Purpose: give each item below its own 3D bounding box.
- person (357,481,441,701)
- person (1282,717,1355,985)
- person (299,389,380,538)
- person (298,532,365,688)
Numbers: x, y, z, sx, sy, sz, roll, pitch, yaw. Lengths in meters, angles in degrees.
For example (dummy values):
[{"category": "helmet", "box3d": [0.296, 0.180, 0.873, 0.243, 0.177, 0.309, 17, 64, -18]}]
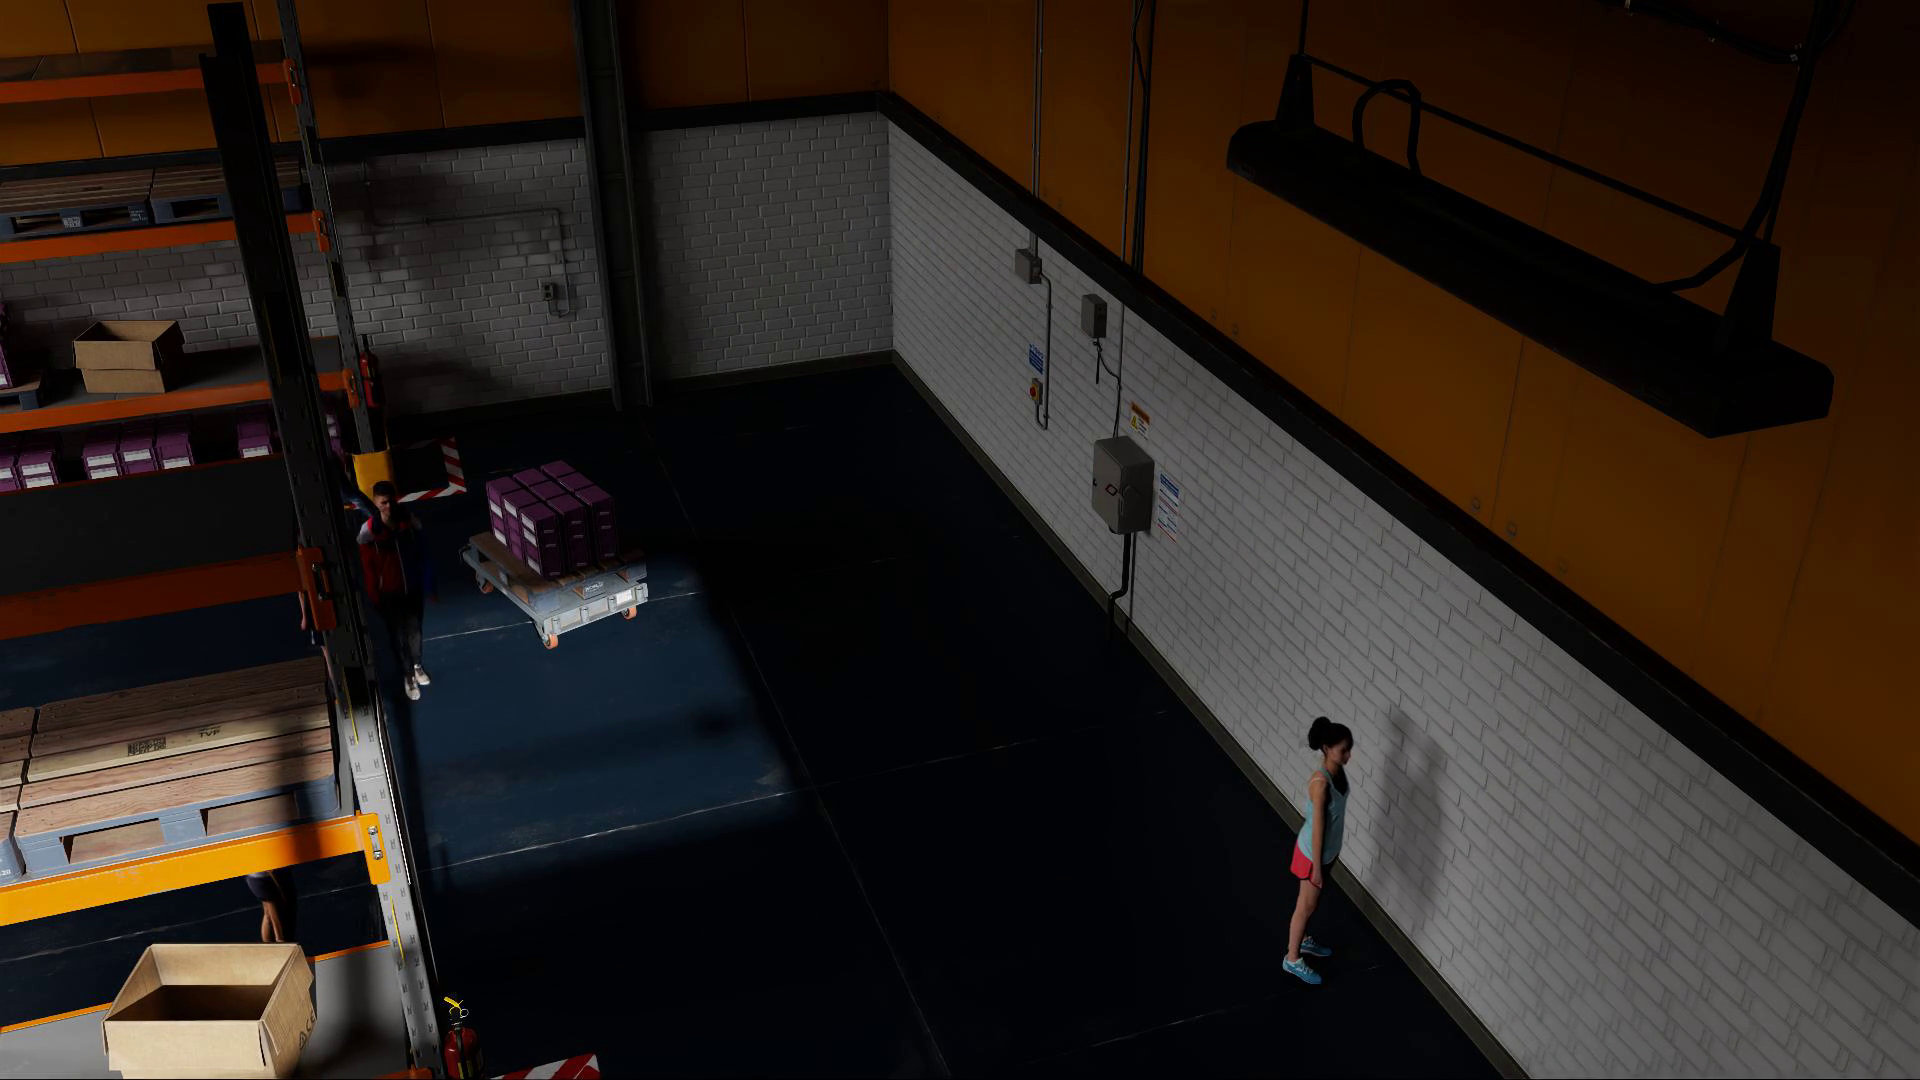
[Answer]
[{"category": "person", "box3d": [-4.312, 0.325, 12.713, 0.738, 1.748, 0.818, -21, 35, -33]}, {"category": "person", "box3d": [2.152, 1.840, 9.920, 0.735, 1.764, 0.674, 13, 31, 22]}, {"category": "person", "box3d": [-5.527, -0.690, 14.650, 1.241, 1.675, 0.874, -20, 34, -31]}, {"category": "person", "box3d": [-4.649, 0.482, 12.316, 0.793, 1.852, 0.667, 21, 35, 34]}]
